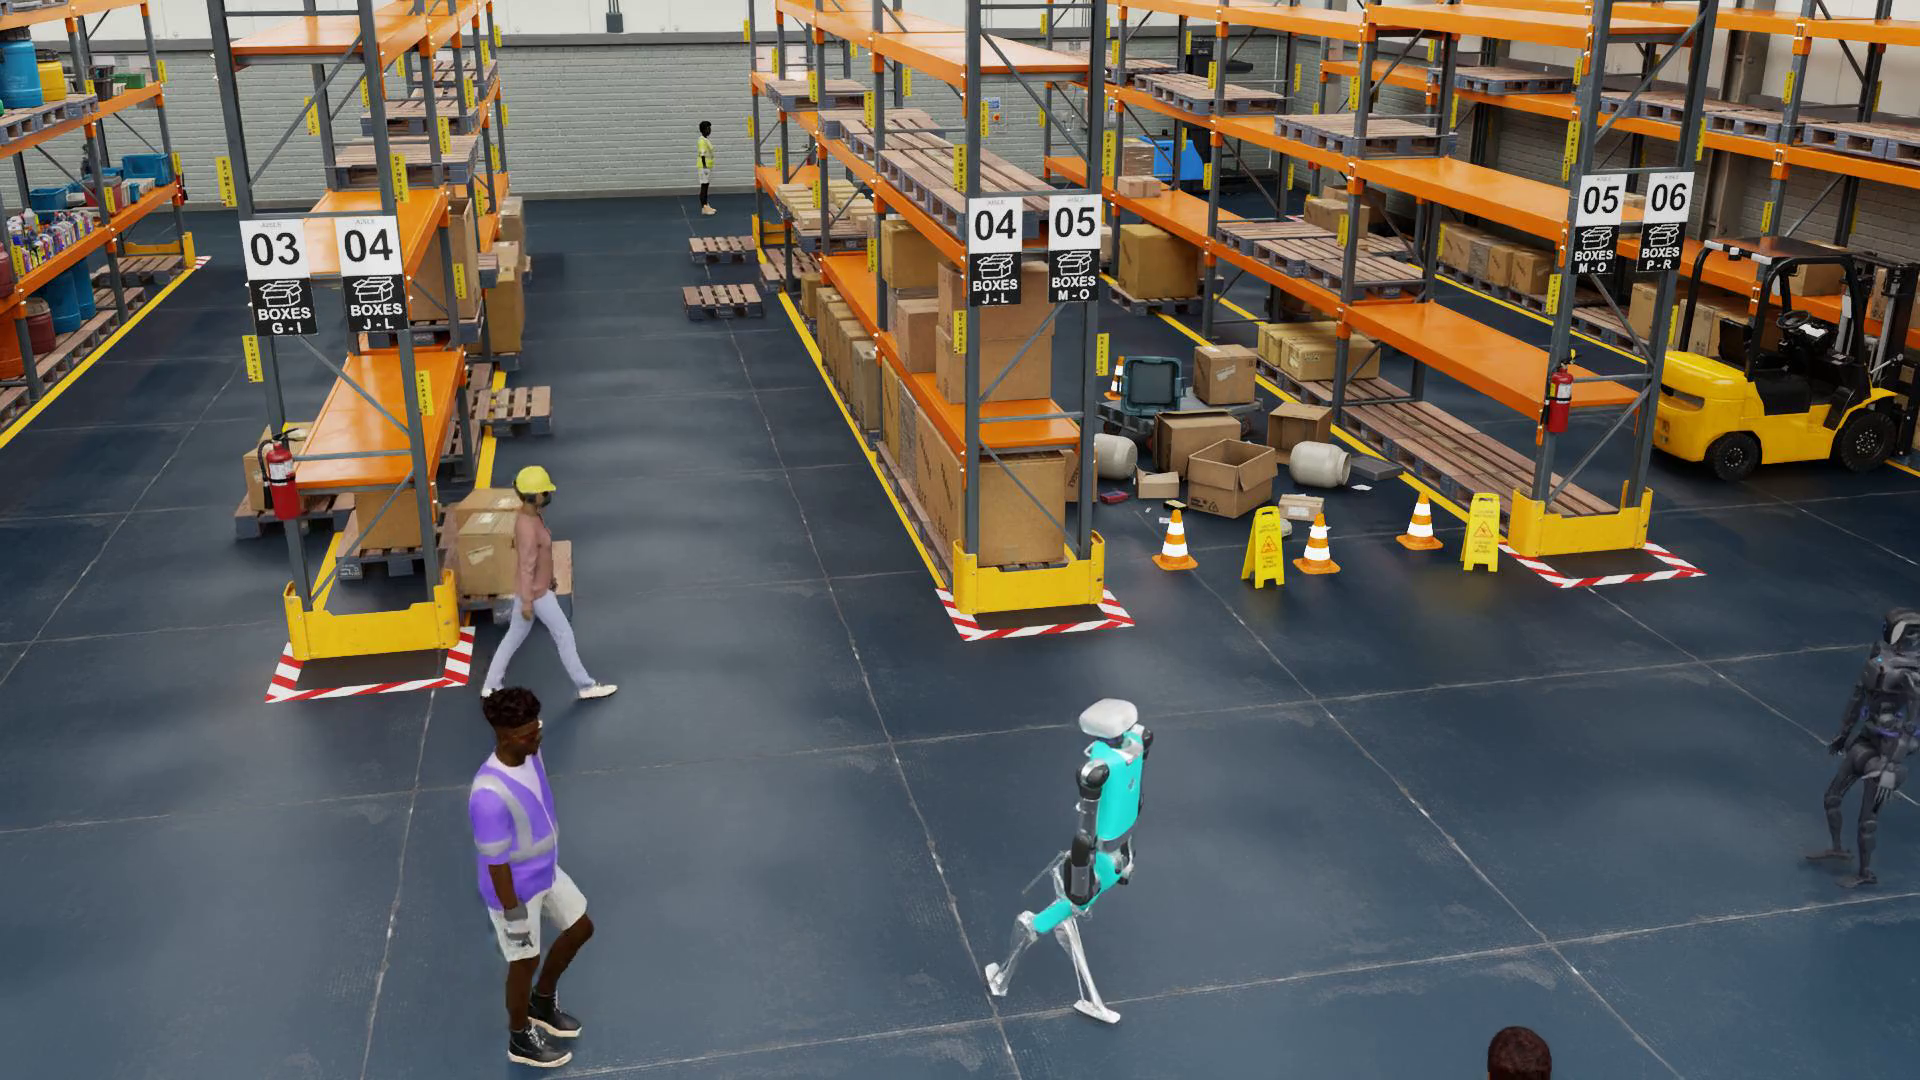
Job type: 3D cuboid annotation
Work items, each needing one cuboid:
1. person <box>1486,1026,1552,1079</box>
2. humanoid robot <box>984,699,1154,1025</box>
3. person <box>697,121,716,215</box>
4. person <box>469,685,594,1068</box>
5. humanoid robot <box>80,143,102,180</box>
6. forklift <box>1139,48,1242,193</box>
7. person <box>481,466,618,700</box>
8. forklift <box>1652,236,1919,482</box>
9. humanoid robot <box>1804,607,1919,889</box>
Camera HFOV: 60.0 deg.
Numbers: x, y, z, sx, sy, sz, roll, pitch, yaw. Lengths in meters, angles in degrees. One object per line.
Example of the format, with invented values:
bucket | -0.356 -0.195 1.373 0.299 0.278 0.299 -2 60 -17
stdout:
person | 1.686 2.435 5.326 0.596 1.893 0.683 2 20 6
humanoid robot | 0.456 1.540 8.019 0.887 1.831 0.551 14 25 33
person | -4.674 -6.848 30.595 0.320 1.692 0.531 0 20 0
person | -1.959 1.551 7.616 0.463 1.944 0.625 3 21 7
humanoid robot | -14.577 -5.833 27.947 0.740 1.640 0.611 3 21 8
forklift | 4.566 -8.313 32.860 1.873 2.768 1.129 -4 21 -12
person | -2.879 0.319 11.261 0.919 1.716 0.525 -6 21 -16
forklift | 8.013 -1.814 16.330 2.313 2.155 1.214 -4 21 -12
humanoid robot | 5.011 1.141 9.111 0.324 1.655 0.602 1 20 2
